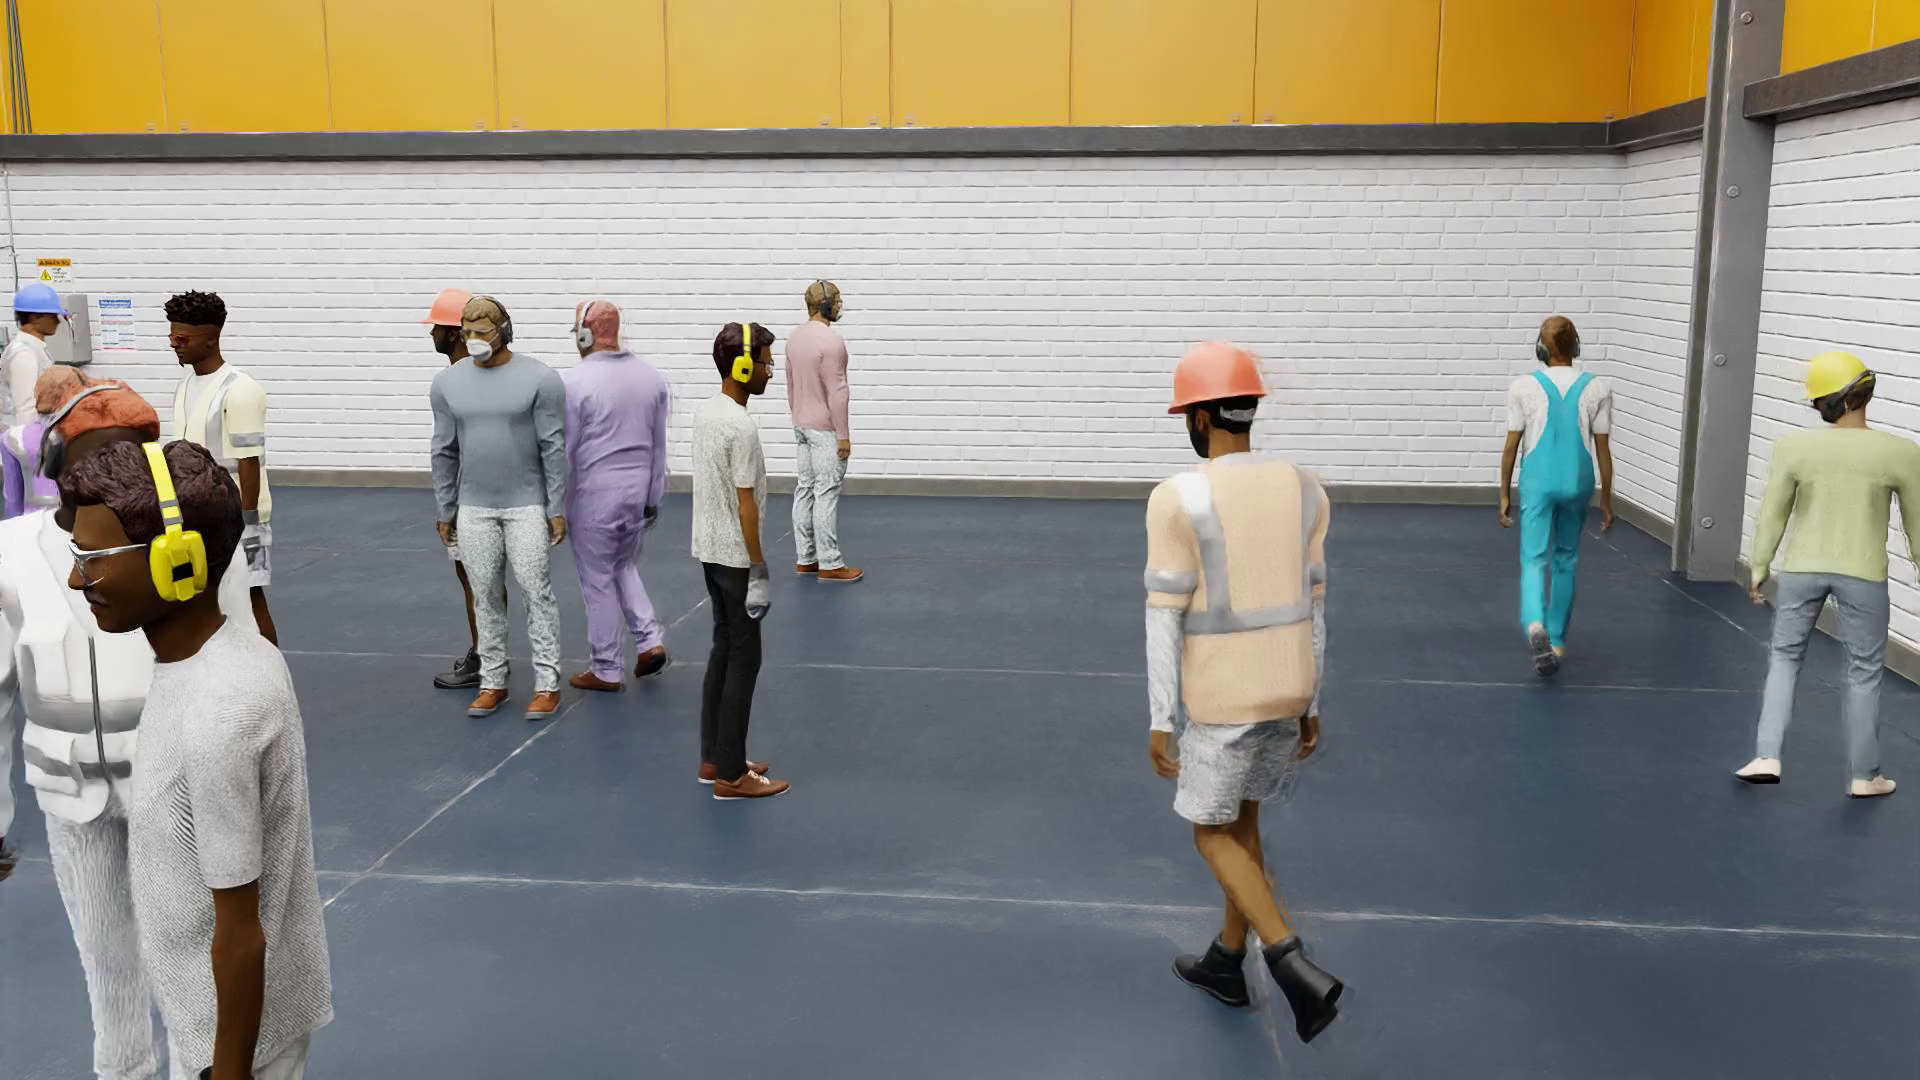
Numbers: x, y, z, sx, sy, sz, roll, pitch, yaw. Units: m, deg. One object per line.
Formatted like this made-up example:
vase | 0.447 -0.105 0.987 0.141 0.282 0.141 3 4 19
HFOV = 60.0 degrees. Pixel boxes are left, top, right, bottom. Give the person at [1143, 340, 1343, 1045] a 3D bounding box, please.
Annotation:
person | 0.789 0.423 4.444 0.553 1.897 0.768 -5 11 -24

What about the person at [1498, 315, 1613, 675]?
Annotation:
person | 3.018 -0.223 8.381 0.557 1.811 0.809 2 10 9

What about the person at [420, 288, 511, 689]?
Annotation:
person | -2.406 -0.245 8.098 0.354 1.942 0.545 1 10 4

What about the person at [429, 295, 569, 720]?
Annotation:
person | -2.089 -0.141 7.563 0.636 1.928 0.386 1 10 5

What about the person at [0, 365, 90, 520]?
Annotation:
person | -3.908 0.047 7.323 0.524 1.631 0.319 -2 10 -12

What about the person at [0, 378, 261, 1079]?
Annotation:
person | -1.831 0.577 3.652 0.662 1.851 0.629 -2 10 -9

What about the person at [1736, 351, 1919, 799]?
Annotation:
person | 3.405 0.155 6.396 0.662 1.745 0.459 6 12 32

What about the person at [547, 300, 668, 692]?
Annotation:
person | -1.711 -0.197 7.957 0.425 1.892 0.658 6 12 33

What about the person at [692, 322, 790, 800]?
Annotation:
person | -0.868 0.087 6.456 0.330 1.856 0.531 -5 11 -27

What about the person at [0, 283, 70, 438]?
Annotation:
person | -5.503 -0.561 9.962 0.430 1.933 0.615 -4 11 -22

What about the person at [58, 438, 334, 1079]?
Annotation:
person | -1.133 0.767 2.552 0.325 1.860 0.513 -4 11 -22

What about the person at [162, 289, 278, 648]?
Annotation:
person | -3.281 -0.127 7.392 0.599 1.958 0.379 7 12 36

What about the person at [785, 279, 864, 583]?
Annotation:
person | -0.888 -0.694 10.679 0.370 1.940 0.627 -7 12 -33
